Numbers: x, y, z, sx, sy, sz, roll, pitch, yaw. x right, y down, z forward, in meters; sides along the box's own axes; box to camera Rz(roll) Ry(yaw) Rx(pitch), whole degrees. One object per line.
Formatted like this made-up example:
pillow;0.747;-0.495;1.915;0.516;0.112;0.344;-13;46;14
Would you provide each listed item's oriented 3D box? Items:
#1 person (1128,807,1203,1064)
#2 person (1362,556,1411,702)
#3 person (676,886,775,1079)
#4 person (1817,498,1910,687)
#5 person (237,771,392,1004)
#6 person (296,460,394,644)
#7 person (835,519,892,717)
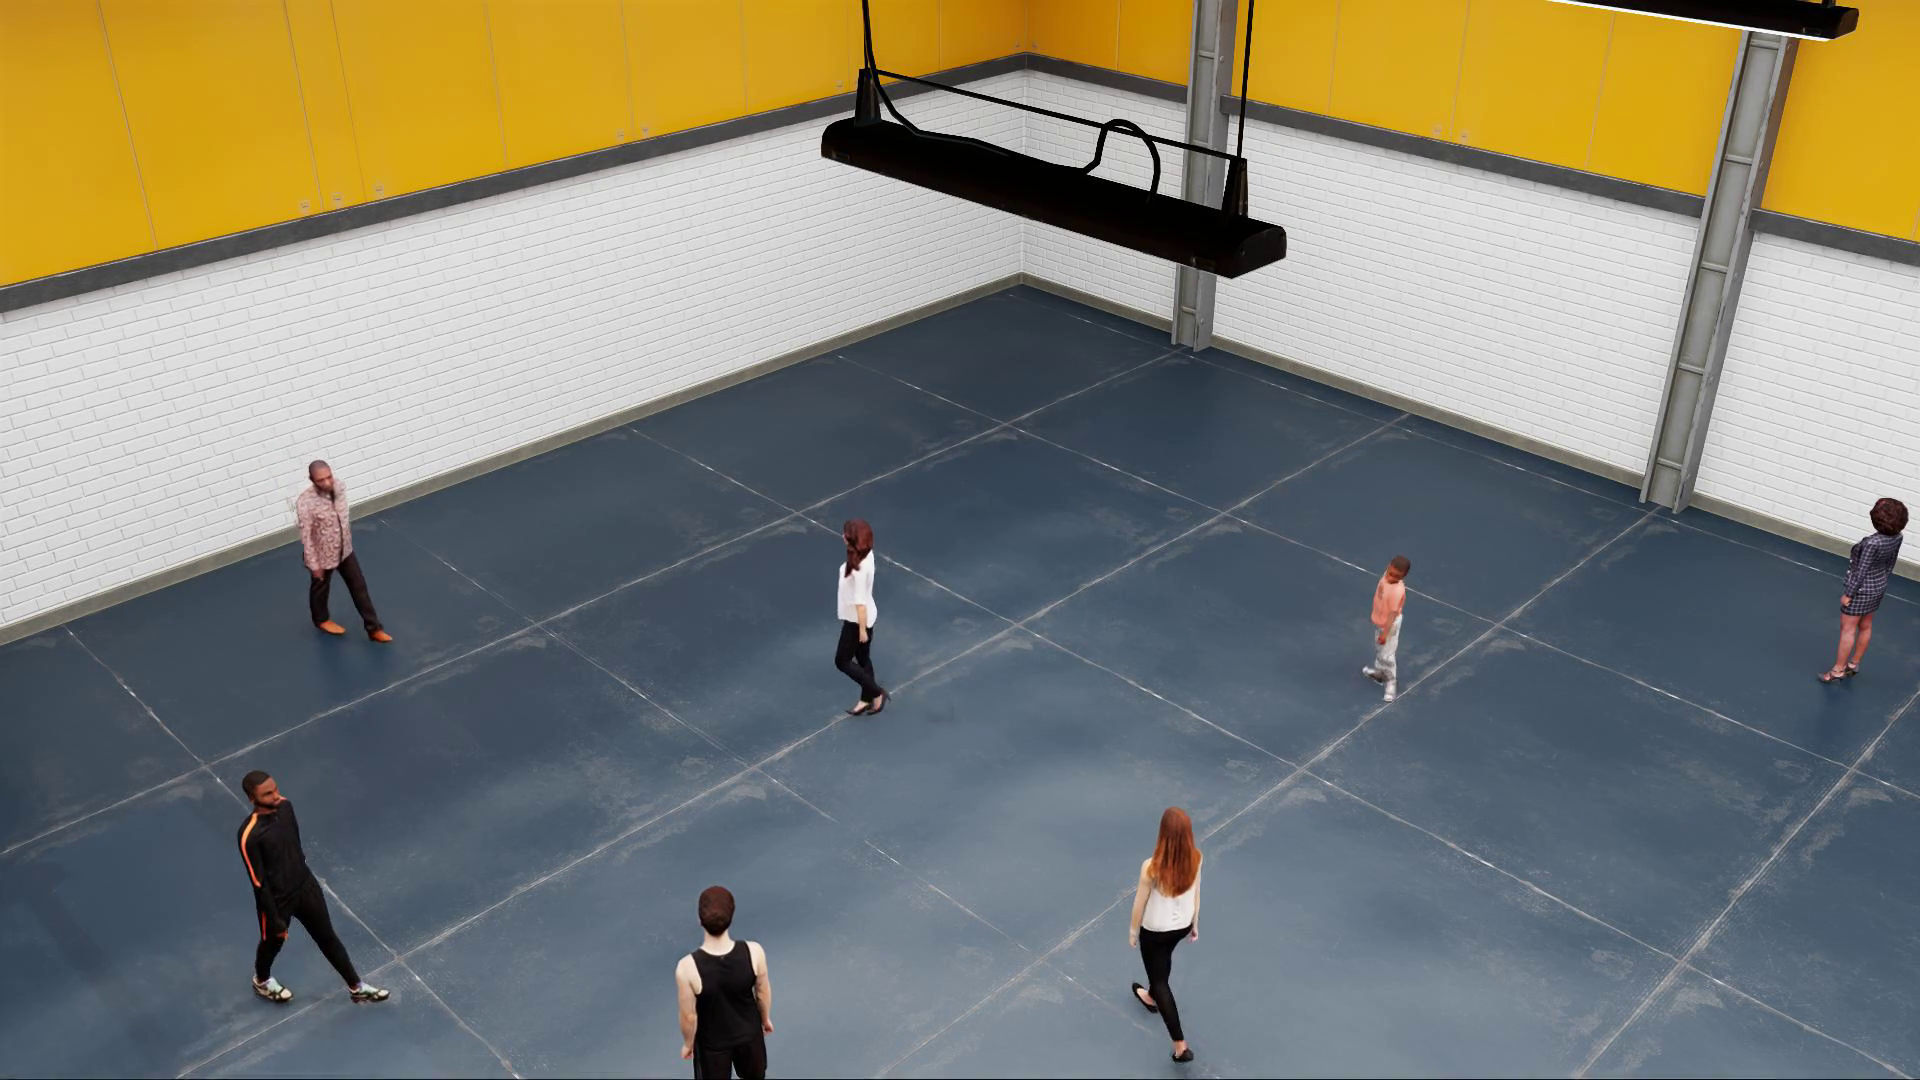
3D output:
person;1.267;2.362;9.933;0.852;1.695;1.130;-12;31;-20
person;3.480;0.634;13.522;0.740;1.292;0.685;8;30;13
person;-1.276;2.688;9.130;0.750;1.892;0.723;-12;31;-20
person;7.343;0.419;13.486;0.685;1.703;0.649;-14;32;-24
person;-4.225;2.174;10.211;1.247;1.759;0.959;10;30;17
person;-5.367;0.072;14.072;1.183;1.752;0.813;17;33;28
person;-0.699;0.633;13.008;0.828;1.785;0.770;1;29;2
